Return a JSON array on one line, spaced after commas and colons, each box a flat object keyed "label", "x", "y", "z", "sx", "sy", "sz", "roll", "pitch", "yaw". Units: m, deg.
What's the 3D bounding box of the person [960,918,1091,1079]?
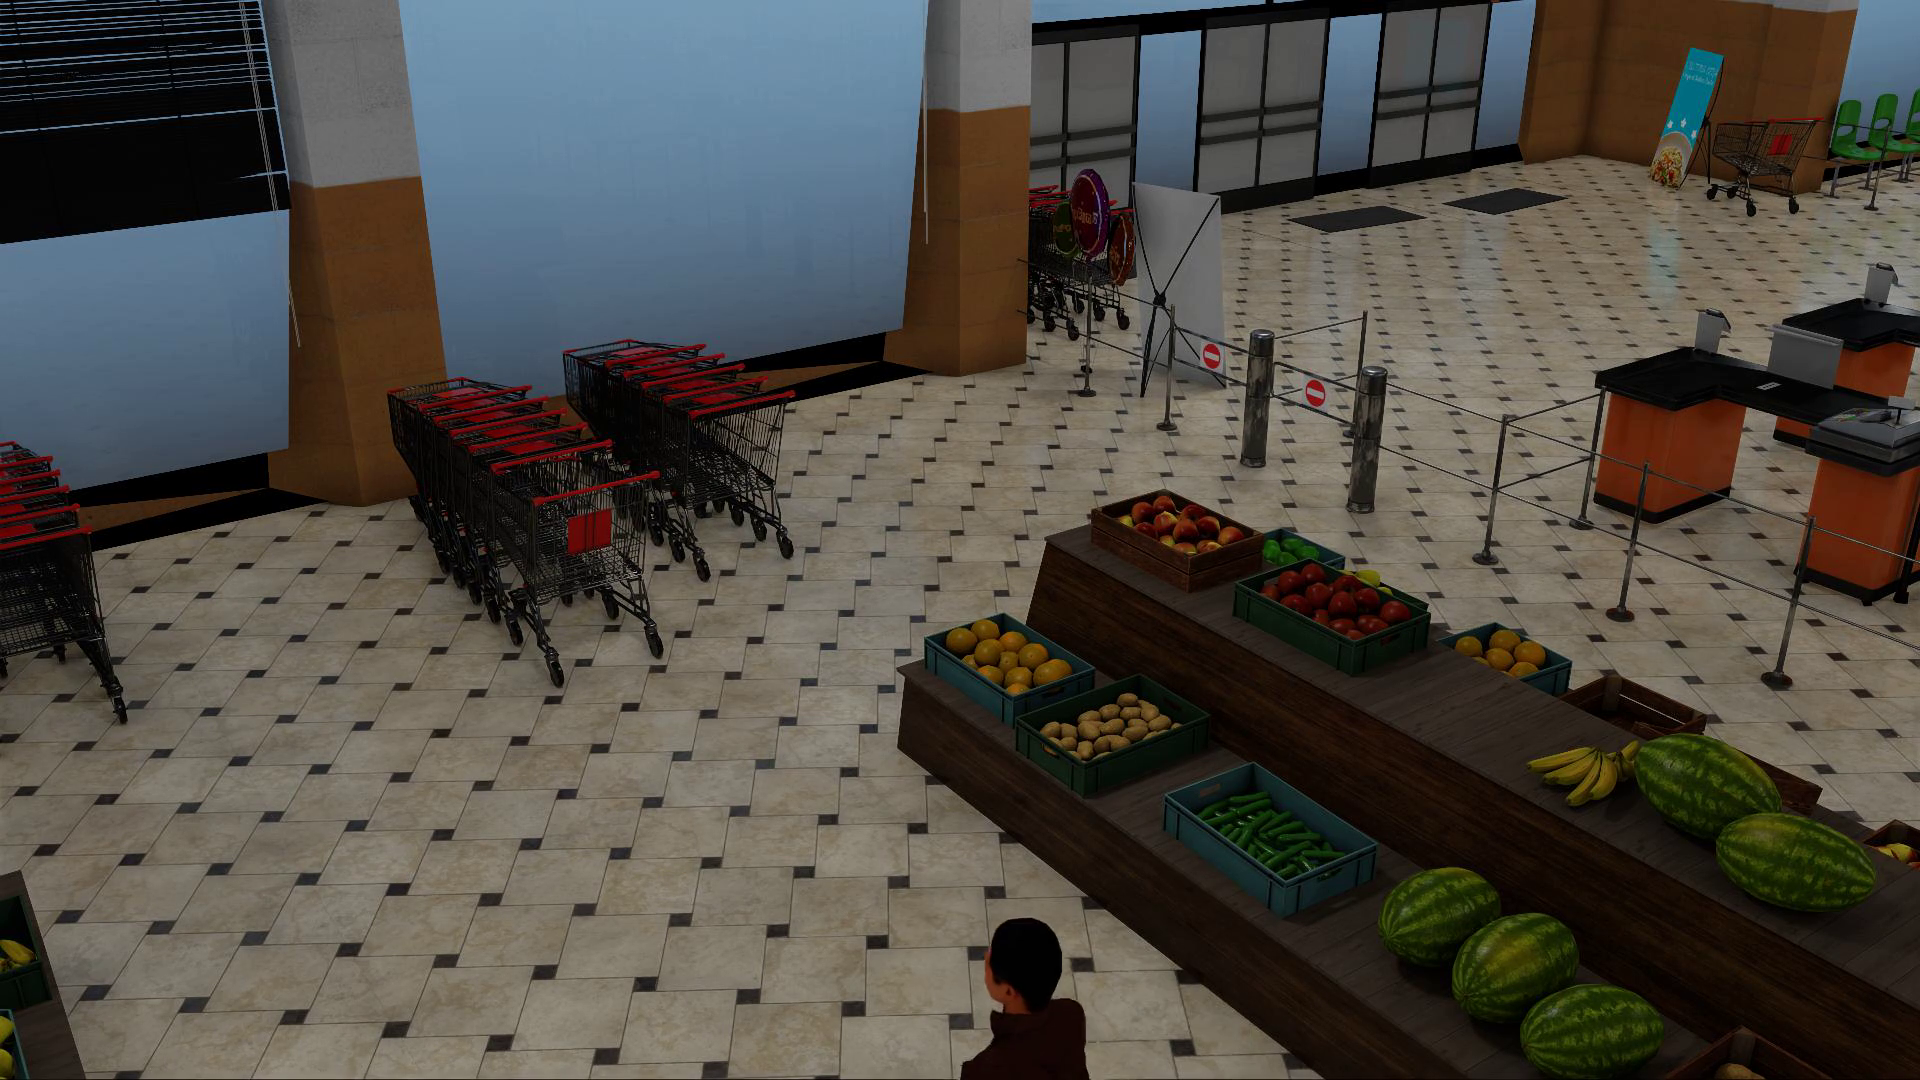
[{"label": "person", "x": 0.252, "y": 1.870, "z": 4.631, "sx": 0.958, "sy": 1.755, "sz": 0.829, "roll": 15, "pitch": 28, "yaw": 30}]
